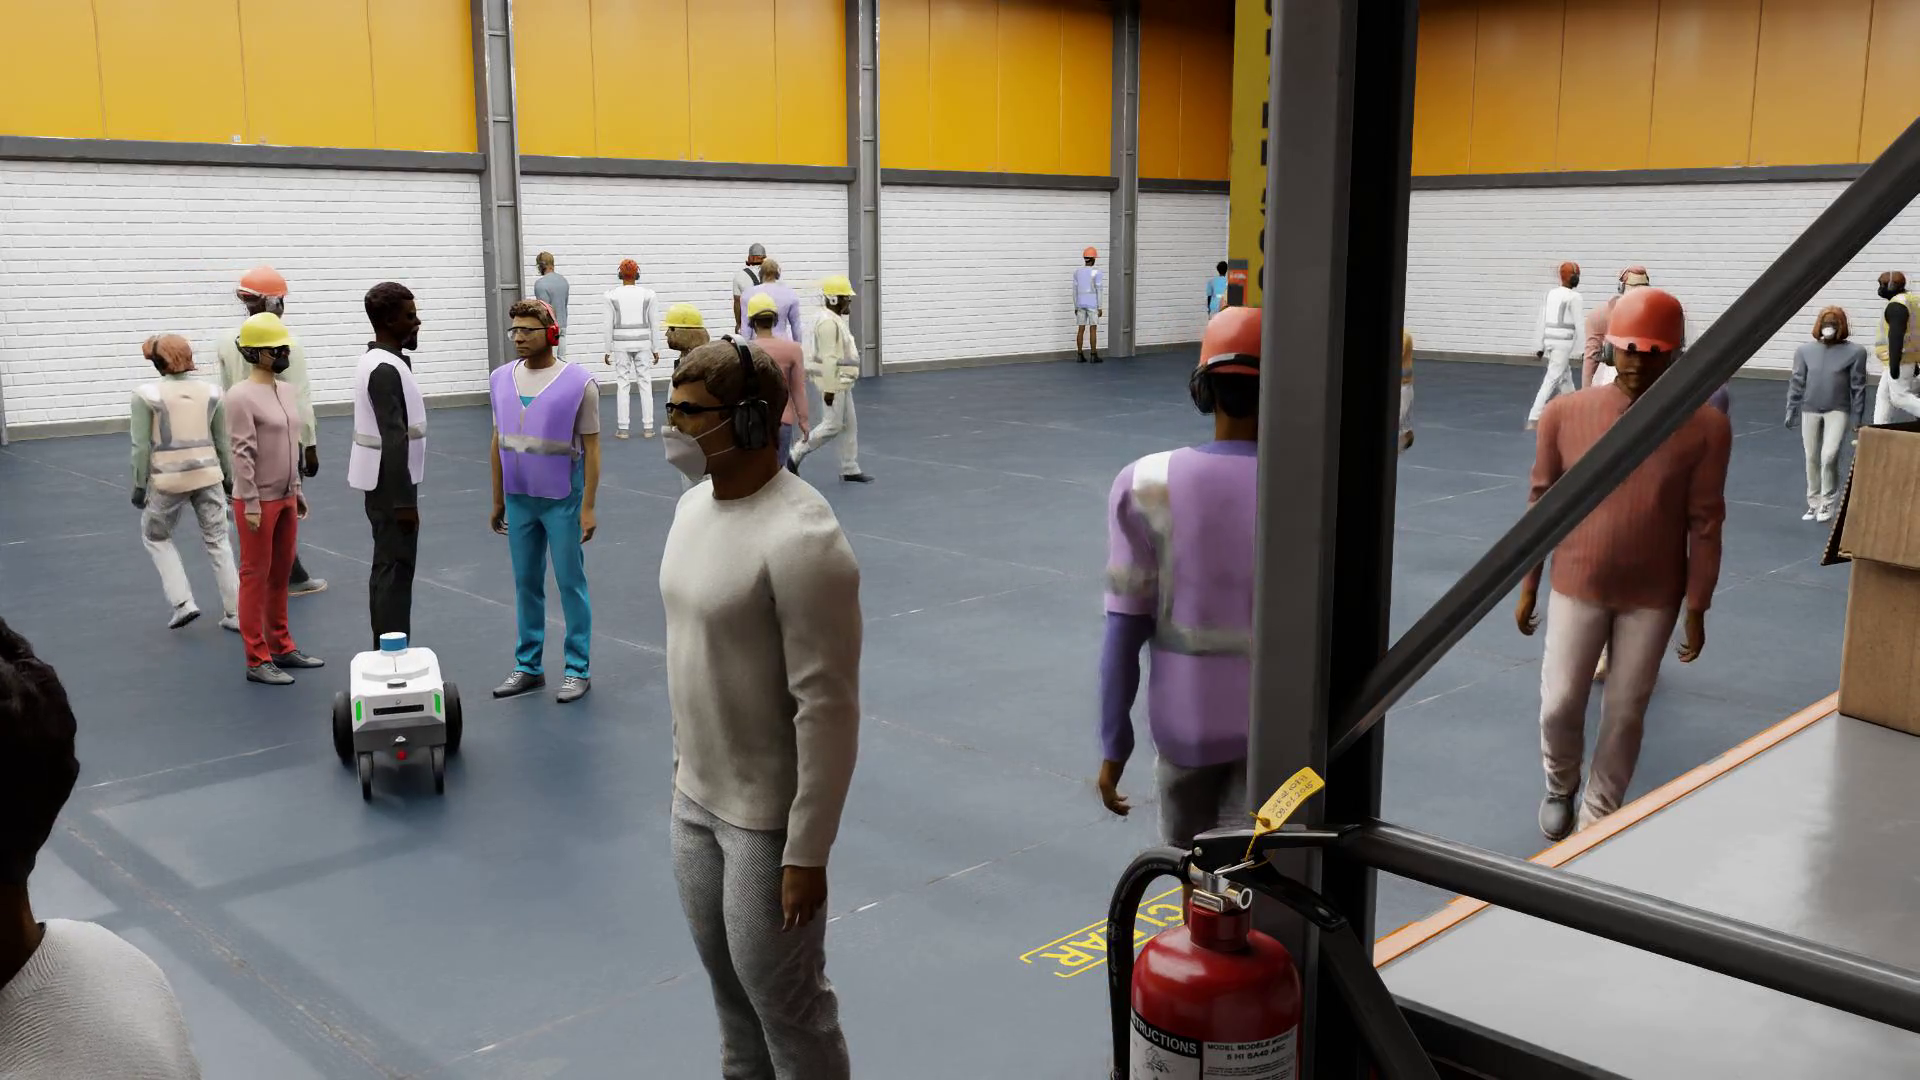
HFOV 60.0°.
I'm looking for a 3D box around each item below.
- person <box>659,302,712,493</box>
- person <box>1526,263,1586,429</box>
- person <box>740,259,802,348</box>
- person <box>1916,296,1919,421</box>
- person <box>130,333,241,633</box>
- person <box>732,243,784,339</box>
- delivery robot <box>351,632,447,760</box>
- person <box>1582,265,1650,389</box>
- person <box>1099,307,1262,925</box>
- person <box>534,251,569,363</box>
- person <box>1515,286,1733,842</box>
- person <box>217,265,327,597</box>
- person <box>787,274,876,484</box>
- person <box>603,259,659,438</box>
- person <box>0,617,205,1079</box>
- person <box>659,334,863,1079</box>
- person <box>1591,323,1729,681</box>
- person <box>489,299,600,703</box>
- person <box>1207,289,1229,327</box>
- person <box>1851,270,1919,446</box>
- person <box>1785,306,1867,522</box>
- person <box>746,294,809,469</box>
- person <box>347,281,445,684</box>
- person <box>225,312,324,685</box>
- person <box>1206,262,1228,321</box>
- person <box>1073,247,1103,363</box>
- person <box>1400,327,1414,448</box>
[{"bbox_3d":[-1.590,-0.519,9.784,0.309,1.744,0.485,-3,11,-14],"label":"person"},{"bbox_3d":[6.694,-2.135,18.361,1.000,1.824,0.605,-2,11,-13],"label":"person"},{"bbox_3d":[-2.008,-2.045,17.734,0.651,1.890,1.034,-1,10,-5],"label":"person"},{"bbox_3d":[10.107,-1.969,17.093,0.373,1.962,0.605,-2,11,-13],"label":"person"},{"bbox_3d":[-4.115,-0.285,8.854,0.454,1.617,0.539,8,13,38],"label":"person"},{"bbox_3d":[-2.673,-2.911,22.019,0.683,2.000,0.536,-2,11,-13],"label":"person"},{"bbox_3d":[-2.238,0.612,6.607,0.477,0.478,0.707,-4,11,-19],"label":"delivery robot"},{"bbox_3d":[5.089,-1.139,12.728,0.652,1.904,0.403,-1,10,-7],"label":"person"},{"bbox_3d":[0.676,0.423,3.998,0.632,1.980,1.062,3,11,17],"label":"person"},{"bbox_3d":[-5.035,-2.574,20.476,0.372,1.934,0.627,3,11,17],"label":"person"},{"bbox_3d":[2.150,0.161,5.444,0.626,1.969,0.507,4,11,20],"label":"person"},{"bbox_3d":[-3.973,-0.576,9.530,0.629,1.998,0.746,5,11,24],"label":"person"},{"bbox_3d":[-1.132,-1.353,14.170,0.736,1.811,0.599,0,10,2],"label":"person"},{"bbox_3d":[-3.466,-2.015,17.558,0.584,1.882,0.345,-3,11,-18],"label":"person"},{"bbox_3d":[-0.742,0.960,1.417,0.353,1.858,0.507,-5,11,-24],"label":"person"},{"bbox_3d":[-0.436,0.551,3.417,0.362,1.939,0.635,-7,12,-33],"label":"person"},{"bbox_3d":[3.214,-0.201,7.819,0.659,1.825,0.537,8,13,37],"label":"person"},{"bbox_3d":[-1.904,-0.181,7.662,0.564,1.846,0.390,4,11,19],"label":"person"},{"bbox_3d":[2.583,-1.580,15.870,0.497,1.633,0.288,-1,10,-7],"label":"person"},{"bbox_3d":[9.446,-1.775,16.523,0.842,1.800,0.648,8,13,37],"label":"person"},{"bbox_3d":[6.397,-0.923,12.330,0.507,1.614,0.493,10,15,44],"label":"person"},{"bbox_3d":[-1.355,-0.818,11.435,0.548,1.720,0.868,-4,11,-21],"label":"person"},{"bbox_3d":[-2.616,-0.236,7.760,0.333,1.920,0.587,-5,11,-24],"label":"person"},{"bbox_3d":[-3.300,-0.202,7.996,0.324,1.769,0.523,1,10,7],"label":"person"},{"bbox_3d":[4.671,-4.109,29.592,0.550,1.658,0.773,4,11,22],"label":"person"},{"bbox_3d":[2.155,-3.930,27.856,0.547,1.938,0.377,7,12,33],"label":"person"},{"bbox_3d":[2.617,-0.773,10.656,0.564,1.929,0.468,5,11,24],"label":"person"}]
